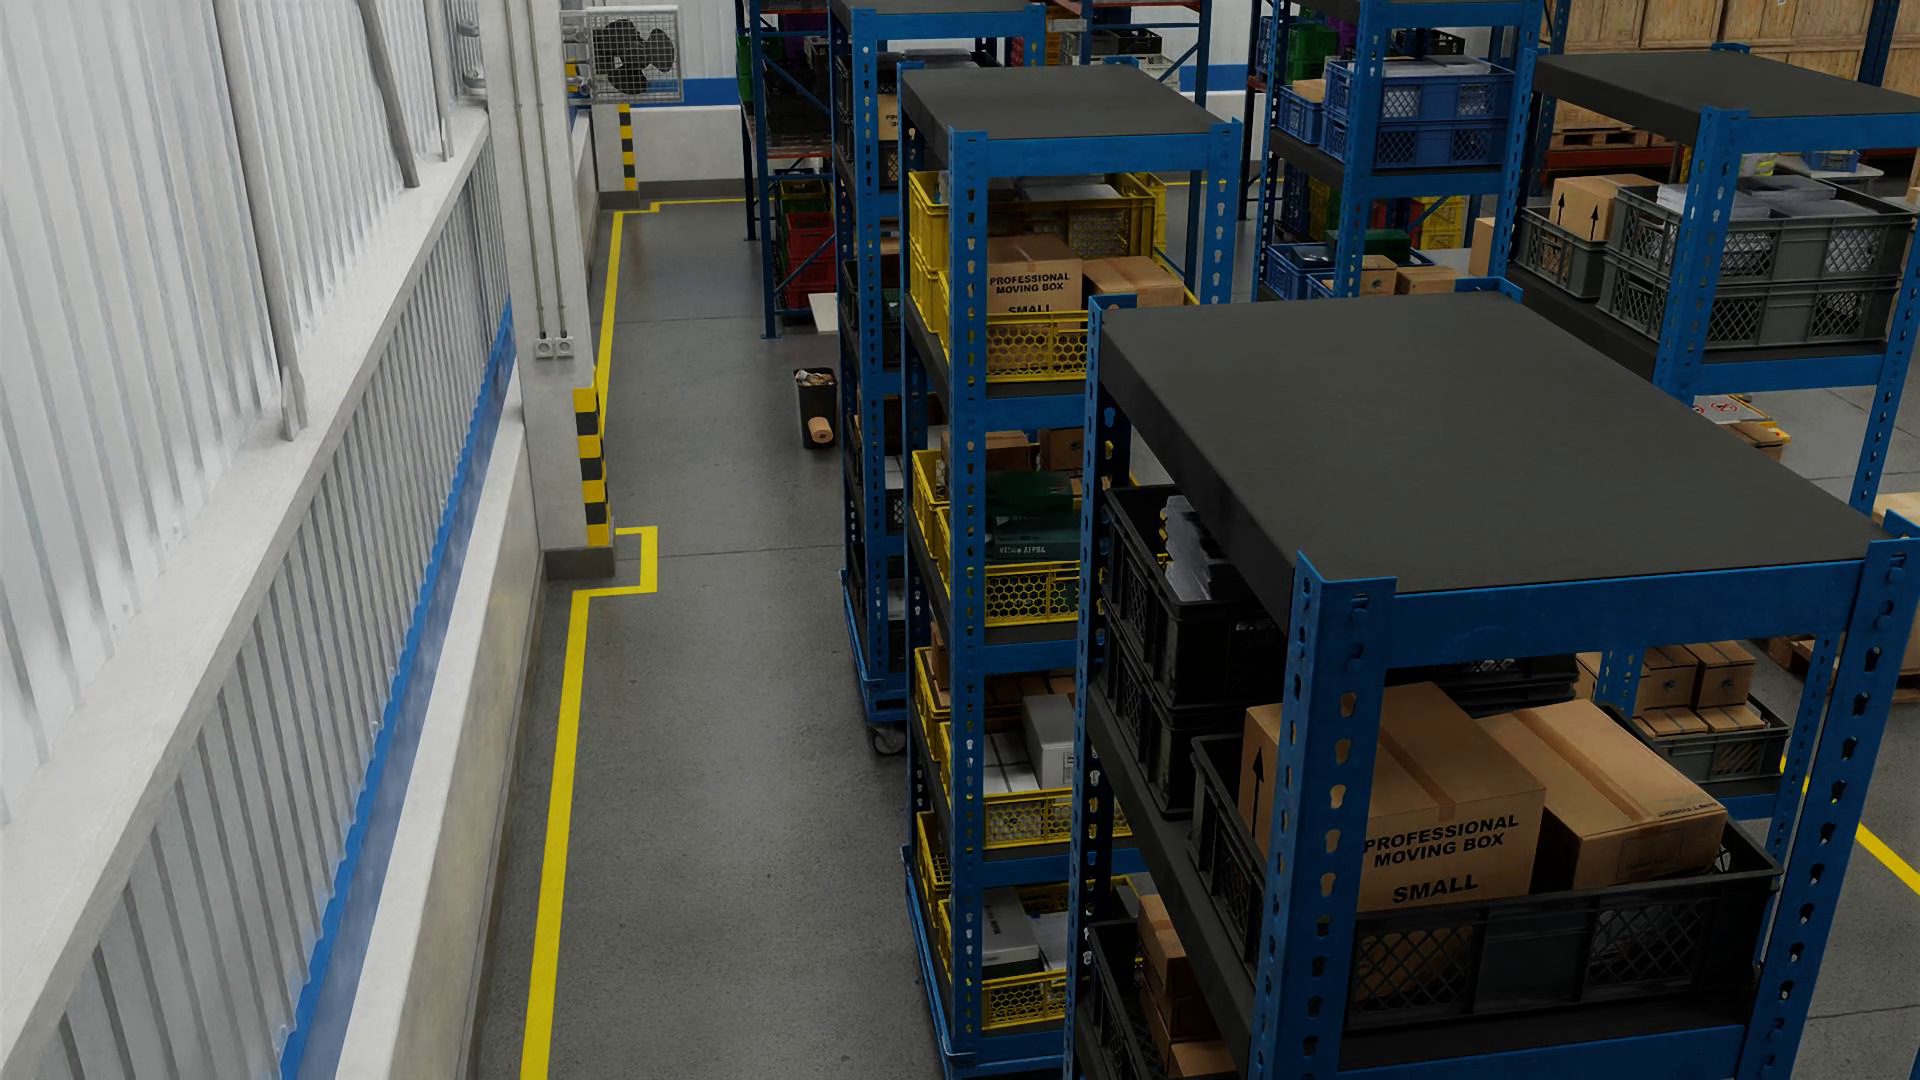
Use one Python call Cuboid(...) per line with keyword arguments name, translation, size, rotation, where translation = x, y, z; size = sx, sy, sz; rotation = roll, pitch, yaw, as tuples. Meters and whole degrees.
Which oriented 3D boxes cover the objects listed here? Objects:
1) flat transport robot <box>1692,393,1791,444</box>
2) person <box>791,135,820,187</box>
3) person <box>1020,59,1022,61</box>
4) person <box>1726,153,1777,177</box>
Cuboid(name="flat transport robot", translation=(5.224, -0.859, 12.132), size=(1.431, 0.197, 0.652), rotation=(-4, 25, -8))
Cuboid(name="person", translation=(-1.734, -4.805, 18.800), size=(0.580, 1.881, 0.343), rotation=(18, 30, 33))
Cuboid(name="person", translation=(0.700, -4.419, 17.891), size=(0.354, 1.937, 0.635), rotation=(-7, 26, -15))
Cuboid(name="person", translation=(7.519, -3.449, 15.897), size=(0.429, 1.844, 0.626), rotation=(15, 29, 30))
